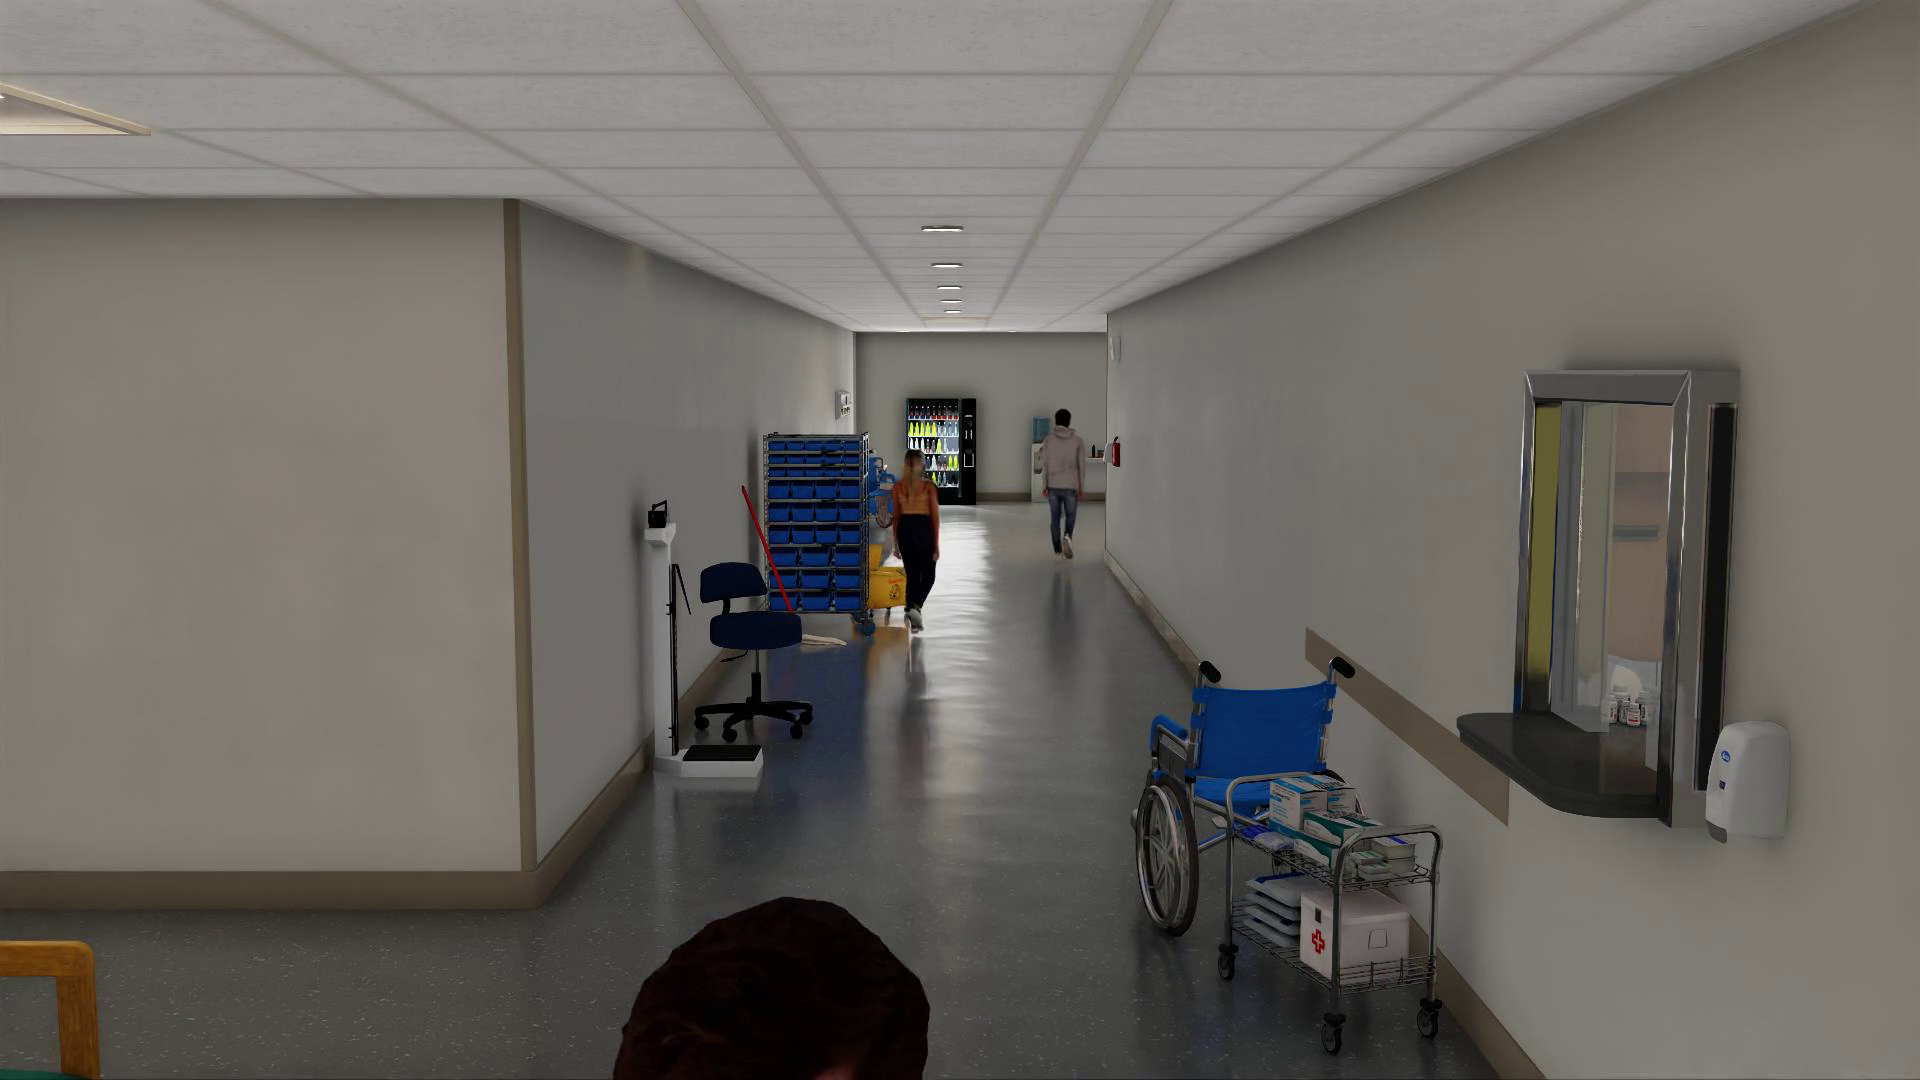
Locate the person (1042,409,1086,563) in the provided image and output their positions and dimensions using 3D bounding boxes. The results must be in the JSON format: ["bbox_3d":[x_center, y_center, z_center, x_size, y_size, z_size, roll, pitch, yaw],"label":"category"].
[{"bbox_3d":[1.212,-0.629,19.808,0.926,1.836,0.797,1,6,6],"label":"person"}]

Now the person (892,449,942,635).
[{"bbox_3d":[-0.399,0.032,14.375,0.747,1.608,0.769,1,6,14],"label":"person"}]
